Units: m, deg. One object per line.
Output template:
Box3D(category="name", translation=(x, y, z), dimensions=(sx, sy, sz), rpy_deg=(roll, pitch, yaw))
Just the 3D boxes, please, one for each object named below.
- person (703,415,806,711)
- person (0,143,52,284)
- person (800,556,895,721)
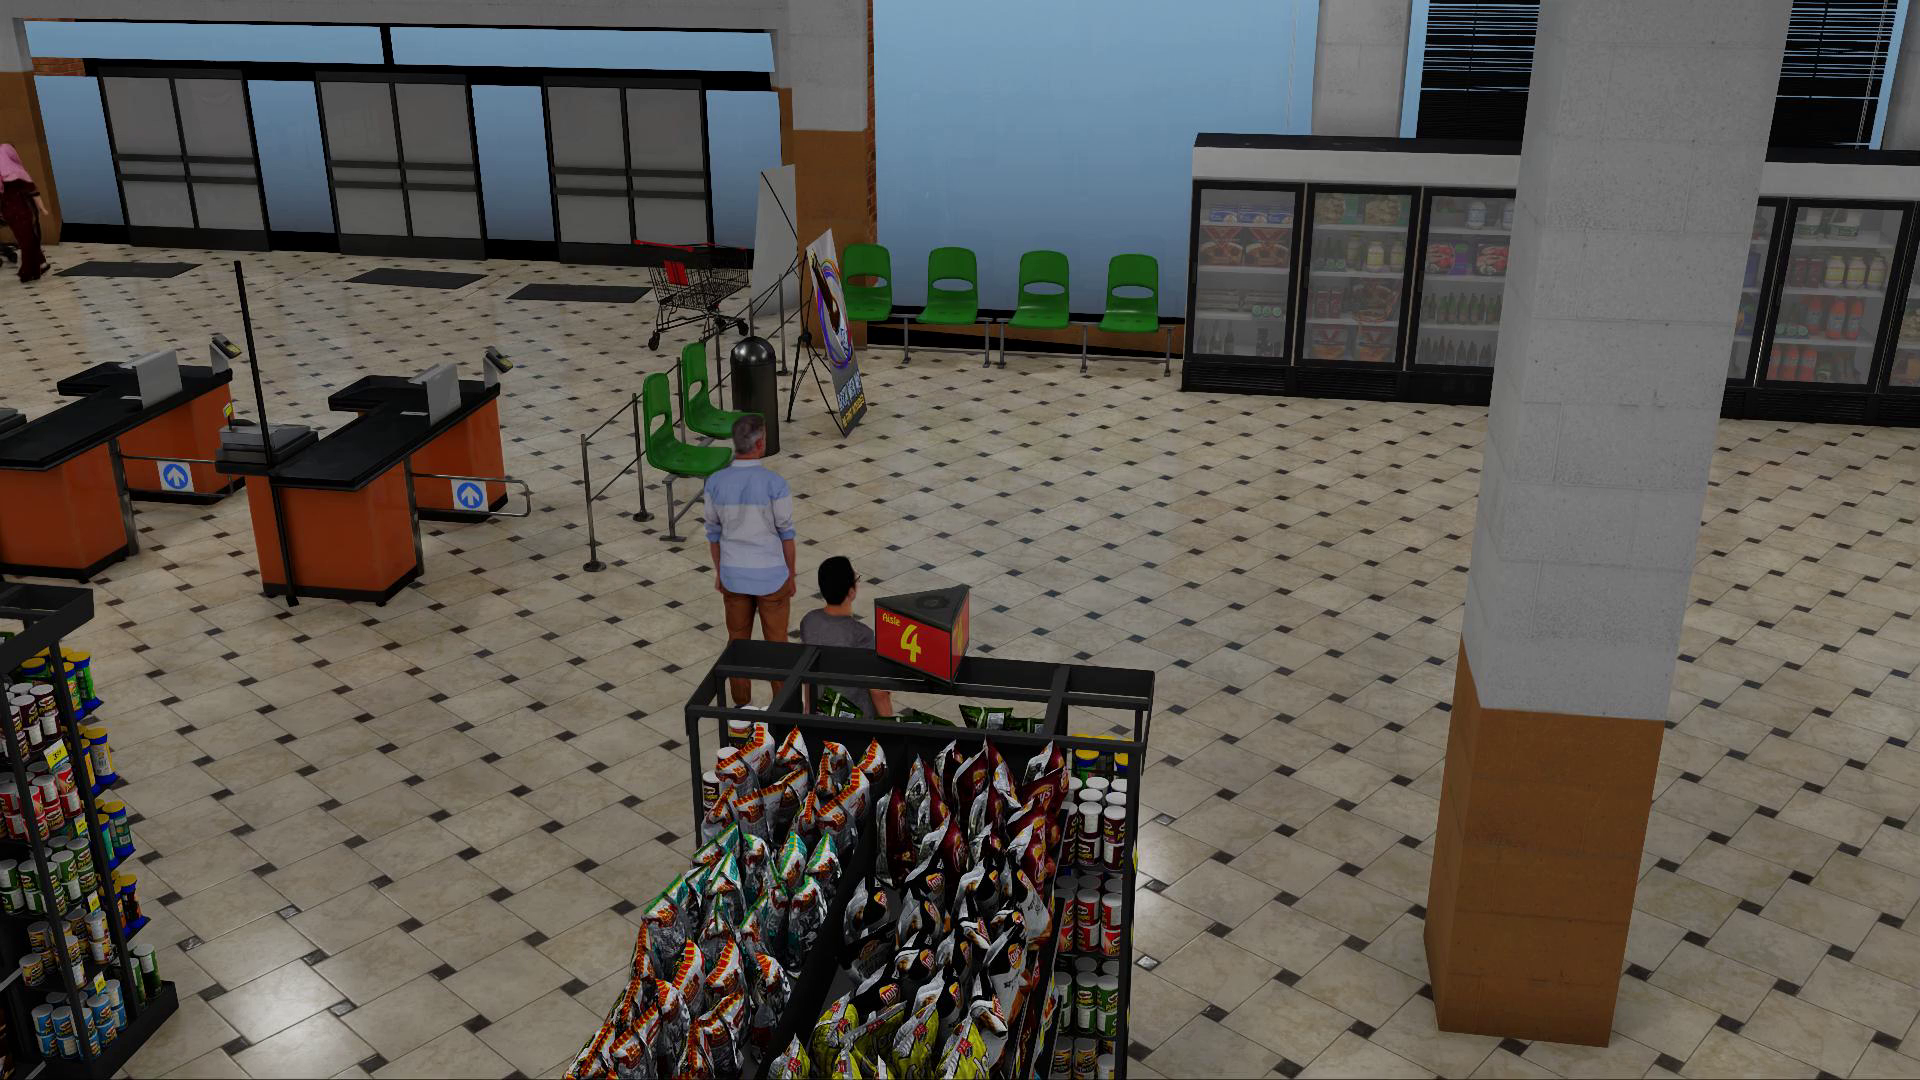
Box3D(category="person", translation=(-1.166, 0.178, 9.455), dimensions=(0.676, 1.822, 0.555), rpy_deg=(4, 22, 11))
Box3D(category="person", translation=(-11.247, -3.869, 19.810), dimensions=(0.637, 1.611, 0.872), rpy_deg=(5, 22, 12))
Box3D(category="person", translation=(-0.547, 0.928, 7.704), dimensions=(0.999, 1.734, 1.165), rpy_deg=(20, 29, 40))
